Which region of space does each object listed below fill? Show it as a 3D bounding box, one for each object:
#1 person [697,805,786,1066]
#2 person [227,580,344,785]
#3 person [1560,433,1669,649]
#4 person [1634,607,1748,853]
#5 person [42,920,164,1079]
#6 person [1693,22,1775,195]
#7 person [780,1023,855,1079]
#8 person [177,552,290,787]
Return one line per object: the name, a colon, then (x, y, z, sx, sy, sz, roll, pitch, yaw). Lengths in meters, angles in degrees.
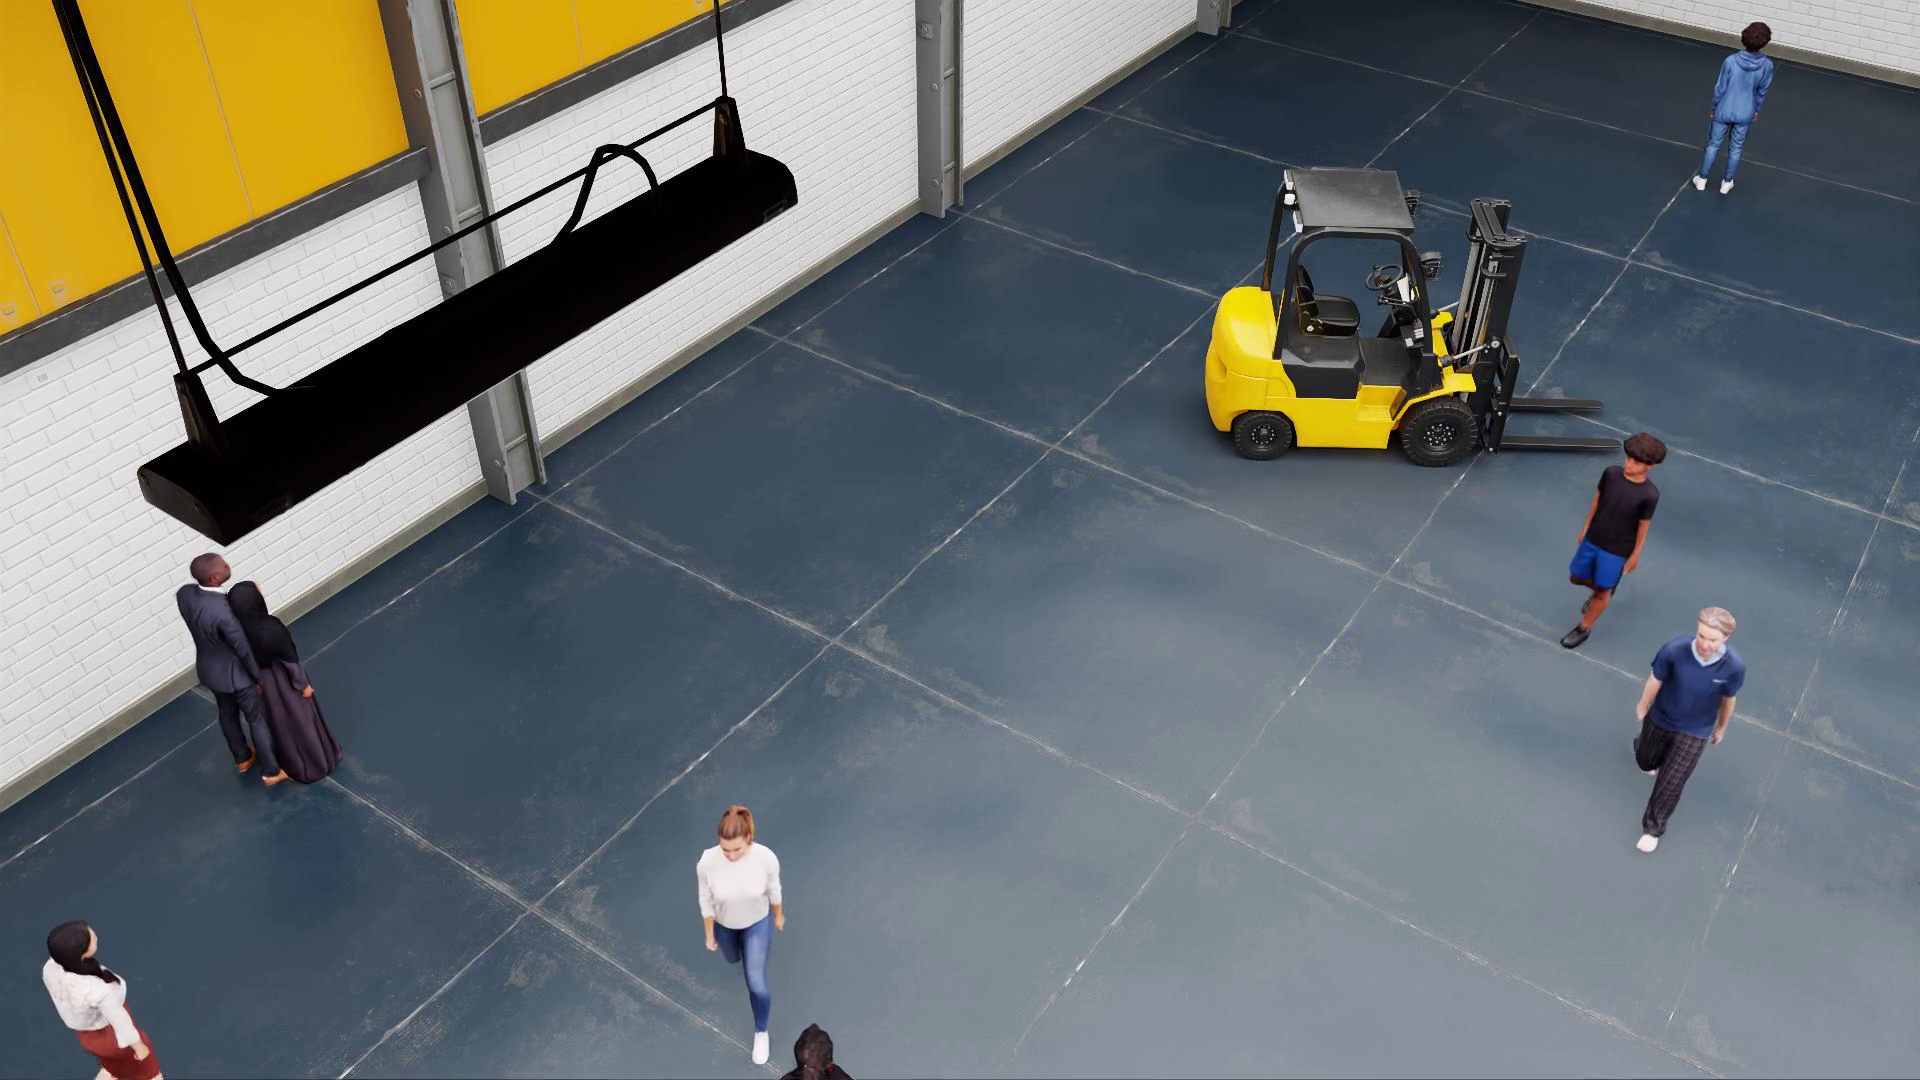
person: (-1.209, 2.042, 9.200, 0.985, 1.690, 1.174, 1, 39, 1)
person: (-4.403, 0.890, 10.702, 0.670, 1.615, 0.677, 12, 40, 14)
person: (4.634, -0.030, 11.713, 0.930, 1.792, 0.769, -24, 45, -27)
person: (4.471, 1.067, 10.299, 0.761, 1.843, 1.029, 16, 41, 19)
person: (-4.371, 2.601, 8.464, 0.666, 1.736, 0.876, 16, 41, 19)
person: (8.058, -4.487, 17.279, 0.730, 1.811, 0.673, 13, 40, 15)
person: (-0.668, 2.948, 8.105, 0.697, 1.641, 0.745, 3, 39, 4)
person: (-4.660, 0.833, 10.615, 0.677, 1.813, 0.589, 24, 44, 27)
